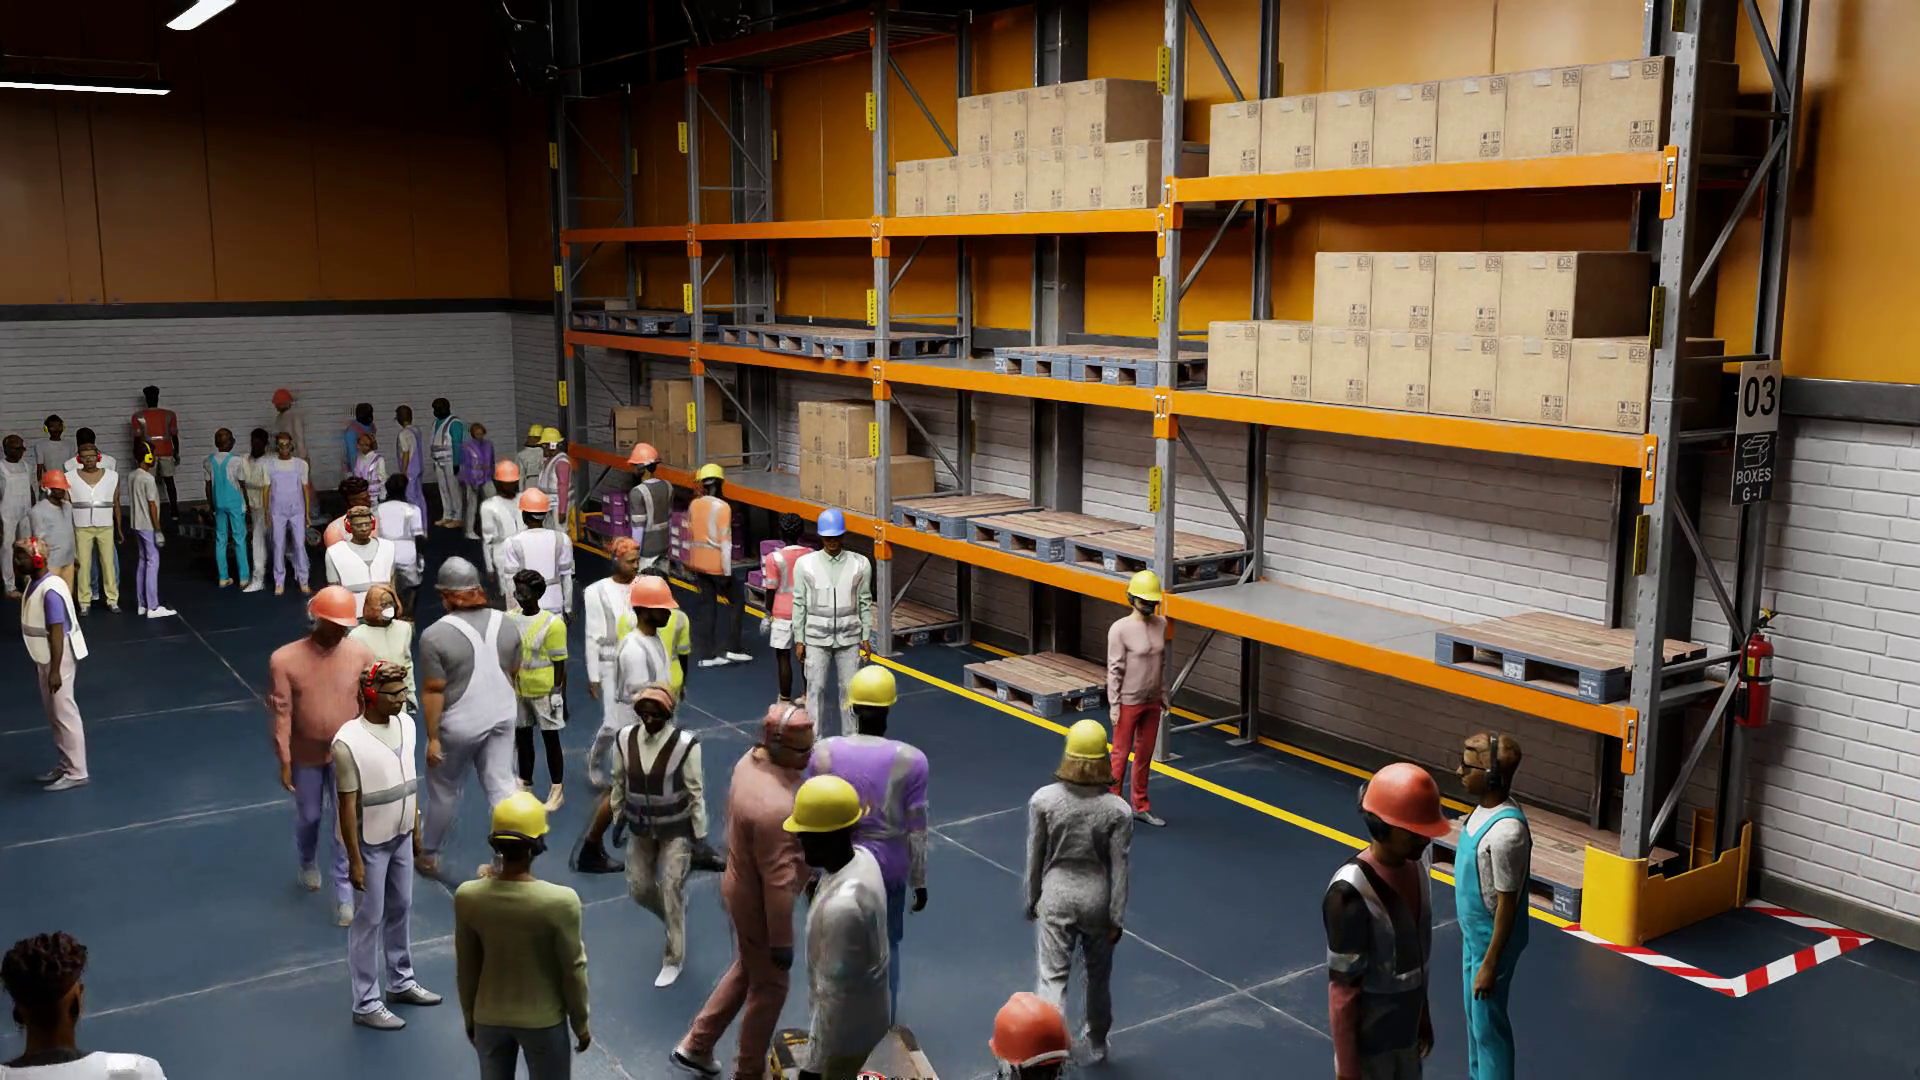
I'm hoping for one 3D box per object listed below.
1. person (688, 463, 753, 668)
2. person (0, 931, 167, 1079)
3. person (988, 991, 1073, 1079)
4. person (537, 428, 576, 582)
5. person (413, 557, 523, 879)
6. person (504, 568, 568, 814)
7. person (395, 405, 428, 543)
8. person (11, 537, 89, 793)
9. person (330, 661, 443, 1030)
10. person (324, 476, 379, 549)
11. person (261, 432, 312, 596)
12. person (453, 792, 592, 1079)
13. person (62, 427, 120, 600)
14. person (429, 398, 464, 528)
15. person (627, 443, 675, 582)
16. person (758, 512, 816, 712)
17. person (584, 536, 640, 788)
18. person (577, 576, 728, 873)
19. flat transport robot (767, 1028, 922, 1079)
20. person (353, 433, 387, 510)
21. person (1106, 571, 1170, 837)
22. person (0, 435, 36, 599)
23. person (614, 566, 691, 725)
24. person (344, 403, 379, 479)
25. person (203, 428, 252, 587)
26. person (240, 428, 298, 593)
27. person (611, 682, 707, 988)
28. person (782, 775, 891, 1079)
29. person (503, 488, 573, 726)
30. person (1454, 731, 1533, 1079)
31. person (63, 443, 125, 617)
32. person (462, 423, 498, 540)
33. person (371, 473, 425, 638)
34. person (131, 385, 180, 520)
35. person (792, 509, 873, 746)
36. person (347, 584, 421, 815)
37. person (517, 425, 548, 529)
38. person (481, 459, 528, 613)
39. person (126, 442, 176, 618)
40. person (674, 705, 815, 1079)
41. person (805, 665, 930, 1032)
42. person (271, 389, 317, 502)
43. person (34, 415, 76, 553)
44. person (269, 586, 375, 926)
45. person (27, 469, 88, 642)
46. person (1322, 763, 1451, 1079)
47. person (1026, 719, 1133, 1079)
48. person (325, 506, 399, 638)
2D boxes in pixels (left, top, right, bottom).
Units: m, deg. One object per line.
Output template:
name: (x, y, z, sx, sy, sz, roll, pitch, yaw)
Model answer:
person: (-2.256, 0.233, 15.492, 0.613, 1.886, 0.610, 8, 13, 40)
person: (-2.515, 2.078, 4.673, 0.626, 1.906, 0.861, -2, 10, -14)
person: (0.215, 2.150, 4.753, 0.555, 1.718, 0.819, -5, 11, -26)
person: (-4.721, -0.407, 19.463, 0.403, 1.819, 0.613, -5, 11, -29)
person: (-3.063, 1.067, 10.157, 0.966, 2.000, 0.710, 8, 13, 40)
person: (-2.925, 1.028, 11.391, 0.535, 1.699, 0.318, 4, 10, 23)
person: (-7.318, -0.879, 22.153, 0.339, 1.845, 0.507, 2, 10, 9)
person: (-6.479, 0.876, 11.900, 0.399, 1.836, 0.560, -9, 13, -42)
person: (-2.878, 1.494, 8.257, 0.394, 1.836, 0.560, 3, 10, 17)
person: (-5.093, 0.430, 14.109, 0.361, 1.965, 0.614, 3, 10, 17)
person: (-7.572, -0.298, 18.738, 0.507, 1.847, 0.345, -5, 11, -25)
person: (-1.686, 1.841, 6.450, 0.533, 1.760, 0.342, 2, 10, 11)
person: (-9.638, -0.293, 18.497, 0.390, 1.919, 0.591, 6, 11, 31)
person: (-7.245, -1.090, 23.450, 0.635, 1.830, 0.429, 9, 13, 41)
person: (-2.966, 0.095, 15.846, 0.373, 2.047, 0.605, 4, 11, 23)
person: (-1.408, 0.611, 13.850, 0.559, 1.696, 0.321, -8, 13, -39)
person: (-2.360, 0.897, 11.632, 0.606, 1.874, 0.553, -9, 13, -43)
person: (-1.926, 1.145, 10.184, 0.994, 1.887, 0.545, 2, 10, 9)
flat transport robot: (-0.392, 2.464, 7.143, 0.652, 0.197, 1.431, -3, 10, -16)
person: (-7.293, -0.507, 20.575, 0.510, 1.639, 0.308, 5, 11, 26)
person: (1.192, 1.067, 10.968, 0.533, 1.765, 0.324, -8, 12, -39)
person: (-10.524, -0.261, 18.556, 0.349, 1.839, 0.503, 4, 11, 23)
person: (-2.092, 1.026, 11.458, 0.563, 1.674, 0.506, -6, 11, -30)
person: (-8.173, -0.979, 22.820, 0.502, 1.818, 0.689, 2, 10, 10)
person: (-8.408, -0.367, 19.149, 0.508, 1.846, 0.345, 0, 10, 2)
person: (-7.947, -0.375, 19.143, 0.589, 1.875, 0.872, 6, 11, 30)
person: (-1.553, 1.509, 8.797, 0.556, 1.617, 0.488, 3, 10, 17)
person: (-0.444, 1.798, 6.243, 0.534, 1.908, 0.600, 0, 10, -1)
person: (-3.433, 0.539, 13.546, 0.552, 1.939, 0.352, -5, 11, -26)
person: (2.207, 1.701, 7.010, 0.344, 1.846, 0.506, 1, 10, 8)
person: (-9.199, -0.118, 17.674, 0.563, 1.847, 0.389, -6, 11, -32)
person: (-6.377, -0.769, 22.243, 0.784, 1.599, 0.535, 7, 12, 37)
person: (-5.544, 0.181, 16.410, 0.559, 1.677, 0.367, 0, 10, -2)
person: (-11.560, -1.244, 23.938, 0.612, 1.962, 0.364, -7, 12, -35)
person: (-0.948, 0.729, 12.413, 0.606, 1.948, 0.391, -2, 10, -11)
person: (-3.861, 1.097, 11.167, 0.283, 1.634, 0.498, 7, 12, 34)
person: (-5.238, -0.569, 20.675, 0.490, 1.730, 0.324, 1, 10, 5)
person: (-4.290, 0.162, 15.843, 0.546, 1.916, 0.823, -7, 12, -37)
person: (-8.584, -0.108, 17.595, 0.509, 1.860, 0.334, 8, 13, 39)
person: (-0.942, 1.627, 7.405, 0.642, 1.864, 0.703, -2, 10, -14)
person: (-0.450, 1.544, 7.753, 0.596, 1.909, 0.618, 2, 10, 13)
person: (-9.543, -1.176, 23.629, 0.634, 1.935, 0.914, 7, 12, 34)
person: (-11.131, -0.622, 20.573, 0.328, 1.872, 0.515, 7, 12, 35)
person: (-3.702, 1.200, 9.676, 0.618, 1.947, 0.864, -5, 11, -29)
person: (-8.785, 0.178, 16.223, 0.346, 1.746, 0.573, 1, 10, 7)
person: (1.552, 1.776, 6.035, 0.410, 2.029, 0.619, 9, 13, 41)
person: (0.527, 1.686, 7.601, 0.500, 1.735, 0.849, 2, 10, 12)
person: (-4.758, 0.631, 13.283, 0.570, 1.844, 0.377, -9, 13, -43)
